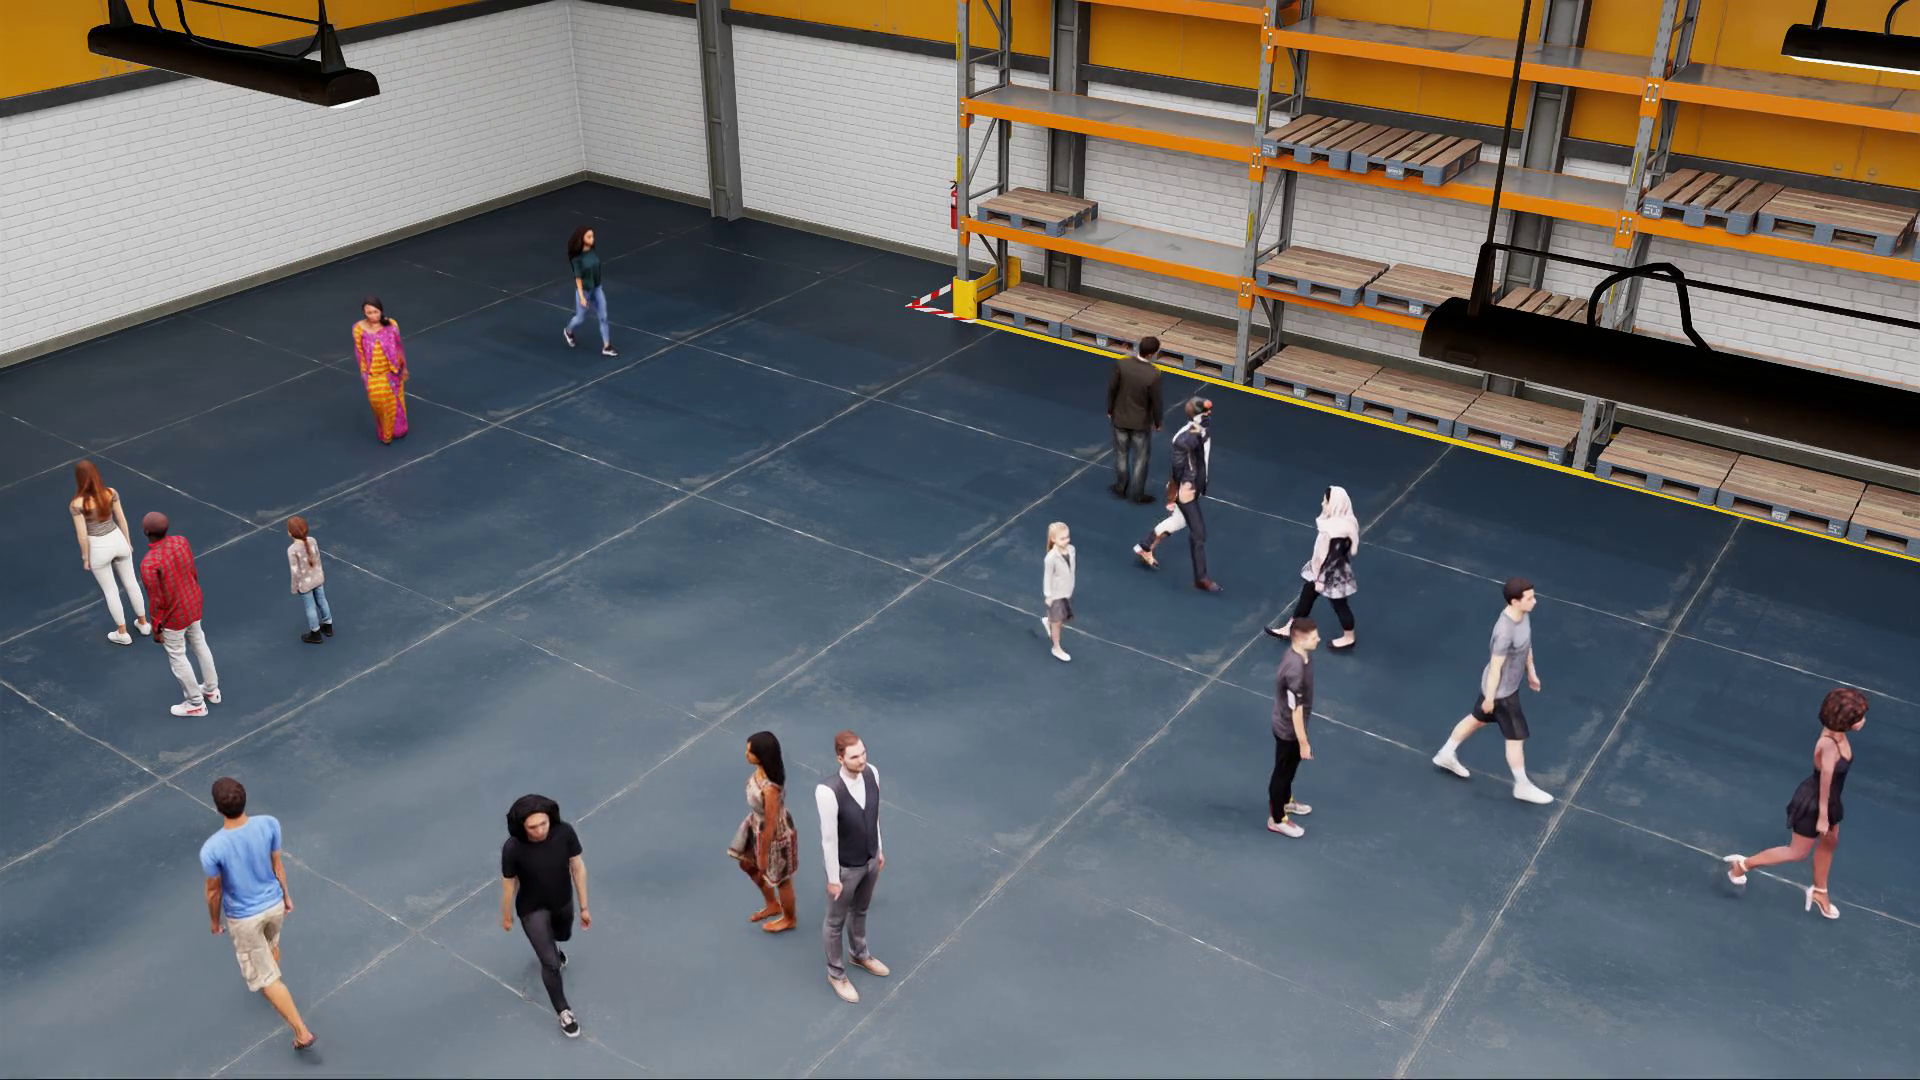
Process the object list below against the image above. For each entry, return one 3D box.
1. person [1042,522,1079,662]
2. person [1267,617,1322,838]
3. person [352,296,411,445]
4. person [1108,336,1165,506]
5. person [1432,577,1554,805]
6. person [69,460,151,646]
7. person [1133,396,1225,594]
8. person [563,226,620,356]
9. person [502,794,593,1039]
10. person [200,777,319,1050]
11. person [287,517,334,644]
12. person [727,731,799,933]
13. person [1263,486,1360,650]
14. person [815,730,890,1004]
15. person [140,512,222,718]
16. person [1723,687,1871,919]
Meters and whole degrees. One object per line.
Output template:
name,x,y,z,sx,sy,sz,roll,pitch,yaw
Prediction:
person,0.815,0.412,14.217,0.604,1.265,0.727,-21,35,-33
person,2.372,1.332,12.009,0.681,1.764,0.713,9,30,16
person,-6.263,-1.893,18.035,0.794,1.655,0.874,-15,32,-25
person,1.709,-1.228,16.692,0.668,1.773,0.856,4,29,7
person,3.955,1.060,12.429,1.180,1.838,0.738,16,32,26
person,-7.332,0.095,14.318,0.511,1.724,0.579,20,34,32
person,1.997,-0.451,15.186,1.216,1.852,0.757,15,32,26
person,-4.565,-3.013,20.159,1.038,1.587,0.582,19,34,31
person,-2.607,2.213,10.377,0.852,1.780,1.132,-23,36,-36
person,-4.261,2.300,10.153,1.220,1.842,0.732,22,35,34
person,-5.656,0.337,14.428,0.486,1.194,0.510,14,32,24
person,-1.167,1.937,11.034,0.868,1.636,0.804,-7,29,-13
person,3.248,0.277,14.120,1.123,1.595,0.985,1,29,2
person,-0.696,2.017,10.573,0.613,1.937,0.682,24,36,36
person,-6.275,0.570,13.348,0.686,1.820,0.728,9,30,16
person,5.683,1.779,11.190,0.995,1.764,0.597,20,35,33
